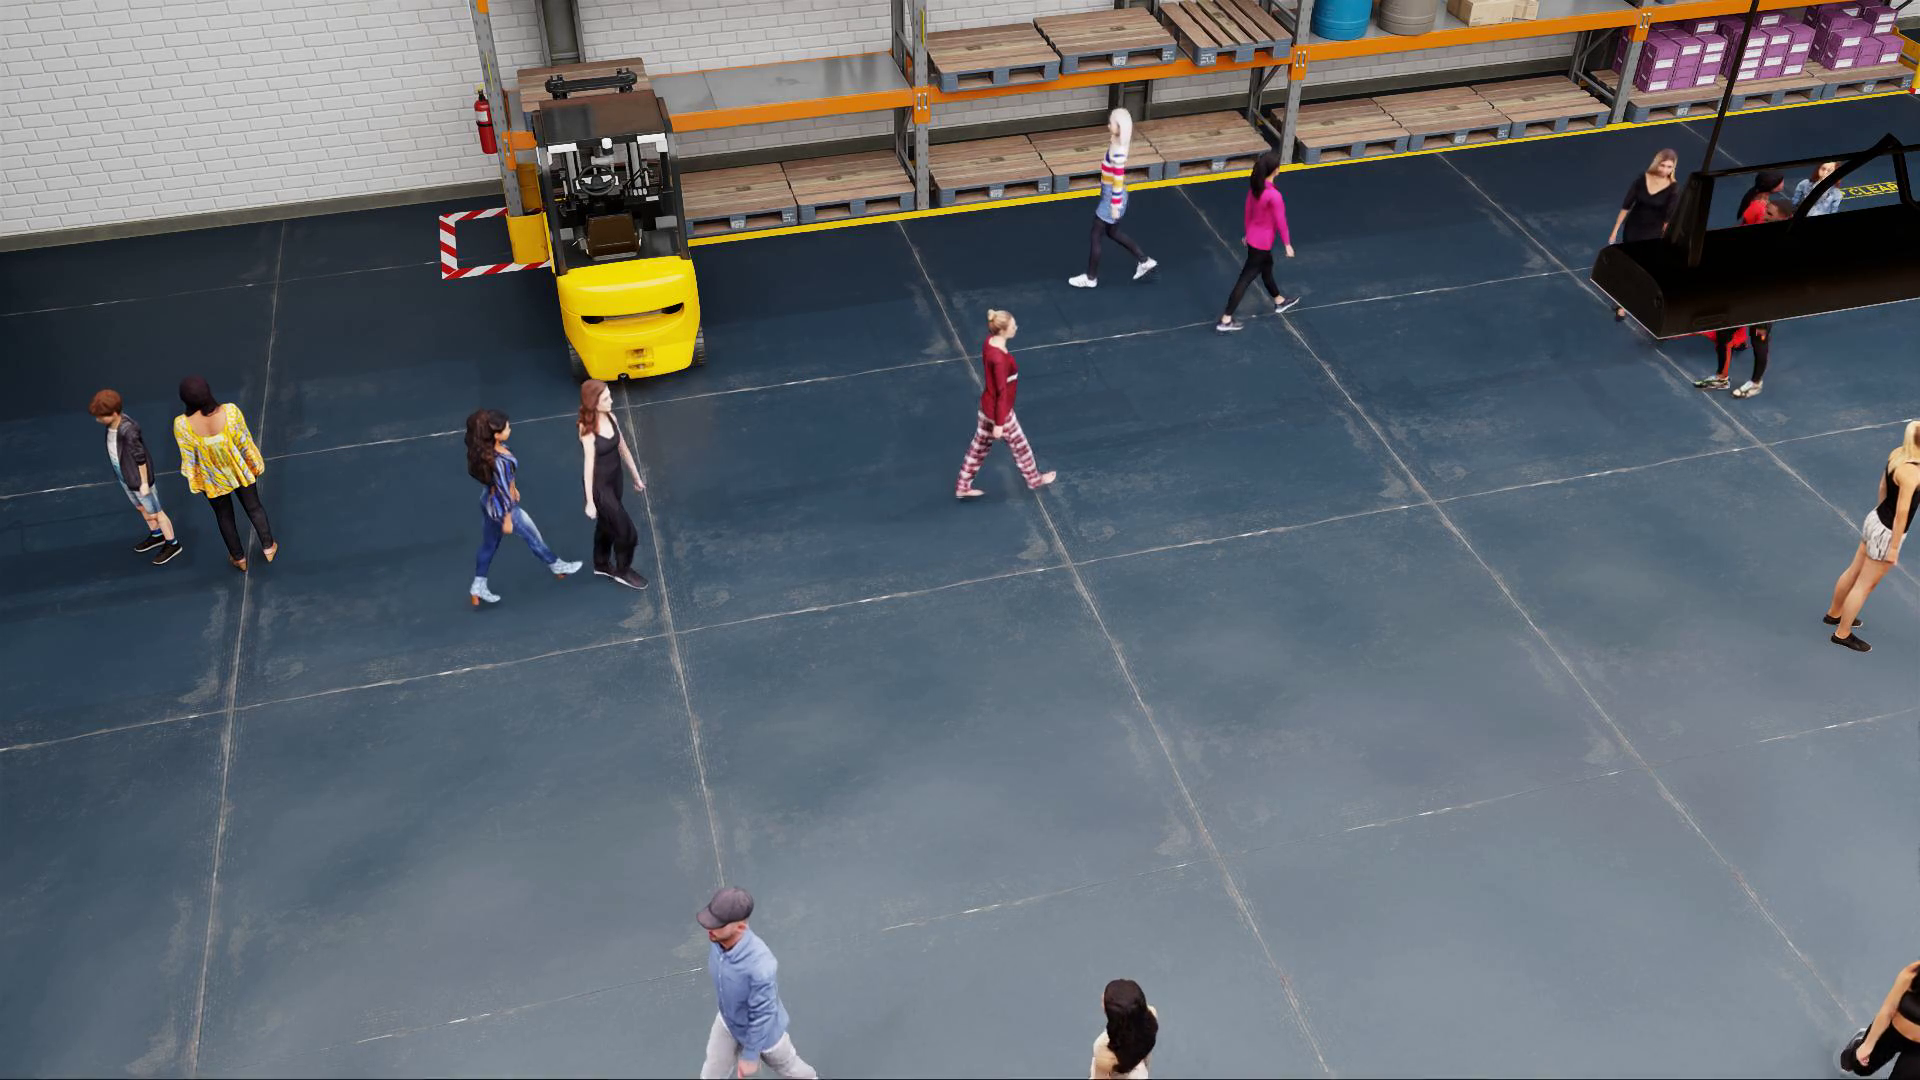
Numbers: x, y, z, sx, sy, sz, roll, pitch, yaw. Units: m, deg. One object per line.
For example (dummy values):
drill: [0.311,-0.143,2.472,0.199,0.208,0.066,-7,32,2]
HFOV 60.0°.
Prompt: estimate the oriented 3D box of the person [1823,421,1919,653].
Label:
person: [6.319,-0.073,11.371,0.687,1.846,0.681,8,39,10]

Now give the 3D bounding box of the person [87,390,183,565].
person: [-6.060,-0.487,12.207,0.626,1.451,0.669,27,46,29]

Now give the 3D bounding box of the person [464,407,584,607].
person: [-3.310,-0.193,11.740,1.137,1.573,0.816,-19,42,-22]

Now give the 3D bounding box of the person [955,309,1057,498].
person: [0.219,-0.996,12.680,1.032,1.655,0.649,-9,40,-11]

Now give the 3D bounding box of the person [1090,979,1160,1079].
person: [0.821,2.716,7.977,0.824,1.724,0.839,-31,48,-33]

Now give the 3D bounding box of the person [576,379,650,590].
person: [-2.625,-0.412,11.891,0.855,1.727,0.788,11,40,13]

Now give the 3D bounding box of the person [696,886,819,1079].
person: [-0.978,2.366,8.325,1.035,1.838,1.242,32,48,33]

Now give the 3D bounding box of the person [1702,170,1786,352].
person: [6.636,-2.401,14.361,1.125,1.765,0.848,2,39,3]

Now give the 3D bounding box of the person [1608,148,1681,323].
person: [6.147,-2.769,14.897,0.780,1.659,0.725,-31,48,-33]

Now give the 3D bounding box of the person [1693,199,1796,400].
person: [6.720,-2.003,13.836,0.878,1.786,0.852,-6,39,-7]

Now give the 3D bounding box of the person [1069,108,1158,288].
person: [1.467,-3.125,15.241,1.149,1.786,0.934,4,39,5]

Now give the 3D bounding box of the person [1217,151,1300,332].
person: [2.552,-2.586,14.676,1.095,1.660,0.637,-11,40,-14]

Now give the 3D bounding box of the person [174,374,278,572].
person: [-5.323,-0.490,12.046,0.785,1.656,0.865,-21,43,-24]

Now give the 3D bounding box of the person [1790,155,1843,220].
person: [7.661,-2.789,15.067,0.636,1.478,0.682,23,44,26]
